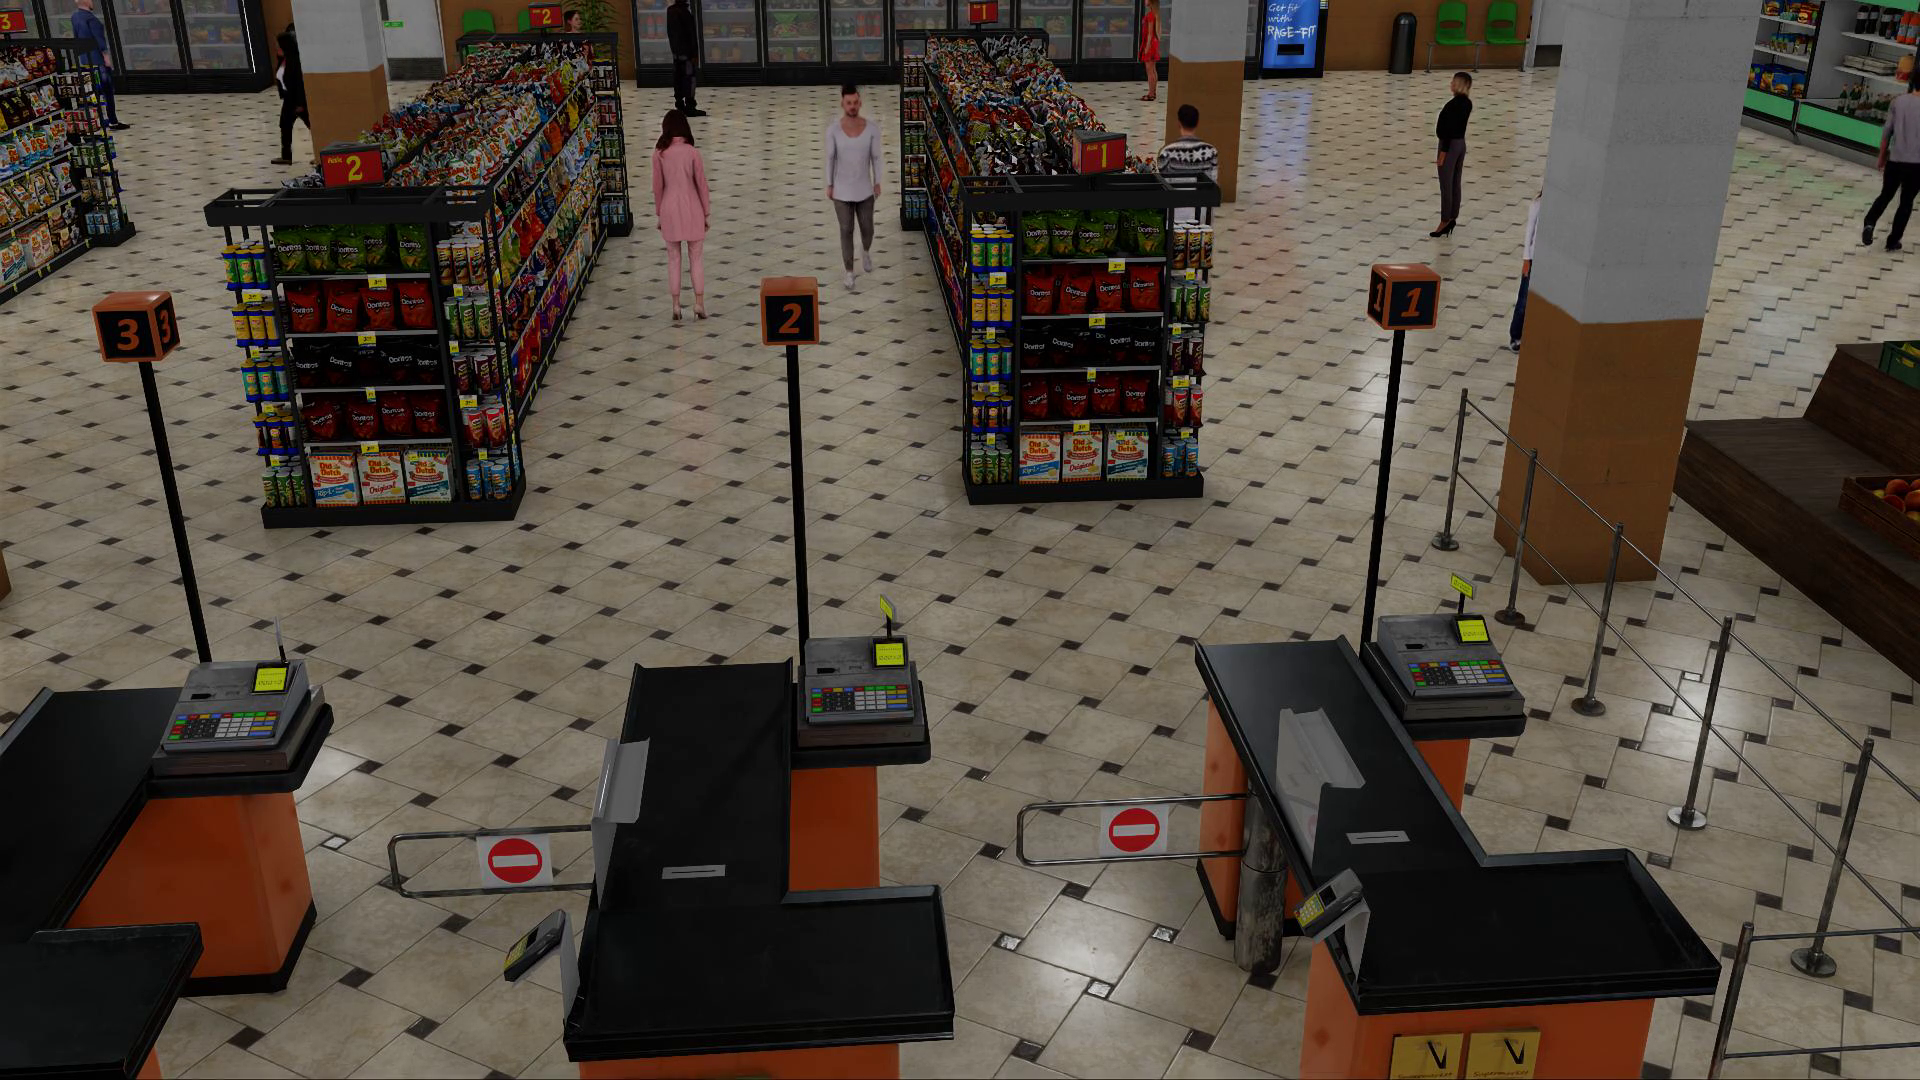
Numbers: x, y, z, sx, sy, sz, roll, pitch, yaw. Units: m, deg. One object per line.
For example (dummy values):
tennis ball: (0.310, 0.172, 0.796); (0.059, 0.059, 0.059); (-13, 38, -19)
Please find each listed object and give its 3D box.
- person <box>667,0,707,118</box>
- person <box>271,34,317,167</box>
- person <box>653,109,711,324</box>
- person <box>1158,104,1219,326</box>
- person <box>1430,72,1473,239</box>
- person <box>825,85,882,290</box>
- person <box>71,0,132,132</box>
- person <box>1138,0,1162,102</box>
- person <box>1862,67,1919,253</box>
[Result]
person: (-4.007, -7.069, 24.025); (0.781, 1.825, 0.859); (21, 31, 40)
person: (-8.102, -5.430, 20.578); (0.953, 1.586, 1.046); (14, 27, 28)
person: (-2.377, -2.756, 14.196); (0.617, 1.803, 0.508); (-1, 24, -3)
person: (1.942, -2.688, 14.030); (0.746, 1.810, 1.225); (0, 24, -1)
person: (5.076, -3.967, 17.126); (0.730, 1.672, 0.668); (18, 30, 36)
person: (-0.989, -3.263, 15.324); (0.666, 1.827, 0.827); (-1, 24, -3)
person: (-11.903, -6.587, 22.921); (0.800, 1.826, 0.791); (11, 26, 24)
person: (2.913, -7.529, 25.367); (0.711, 1.592, 0.600); (8, 25, 17)
person: (9.293, -3.727, 16.384); (0.980, 1.827, 0.945); (-20, 30, -37)
